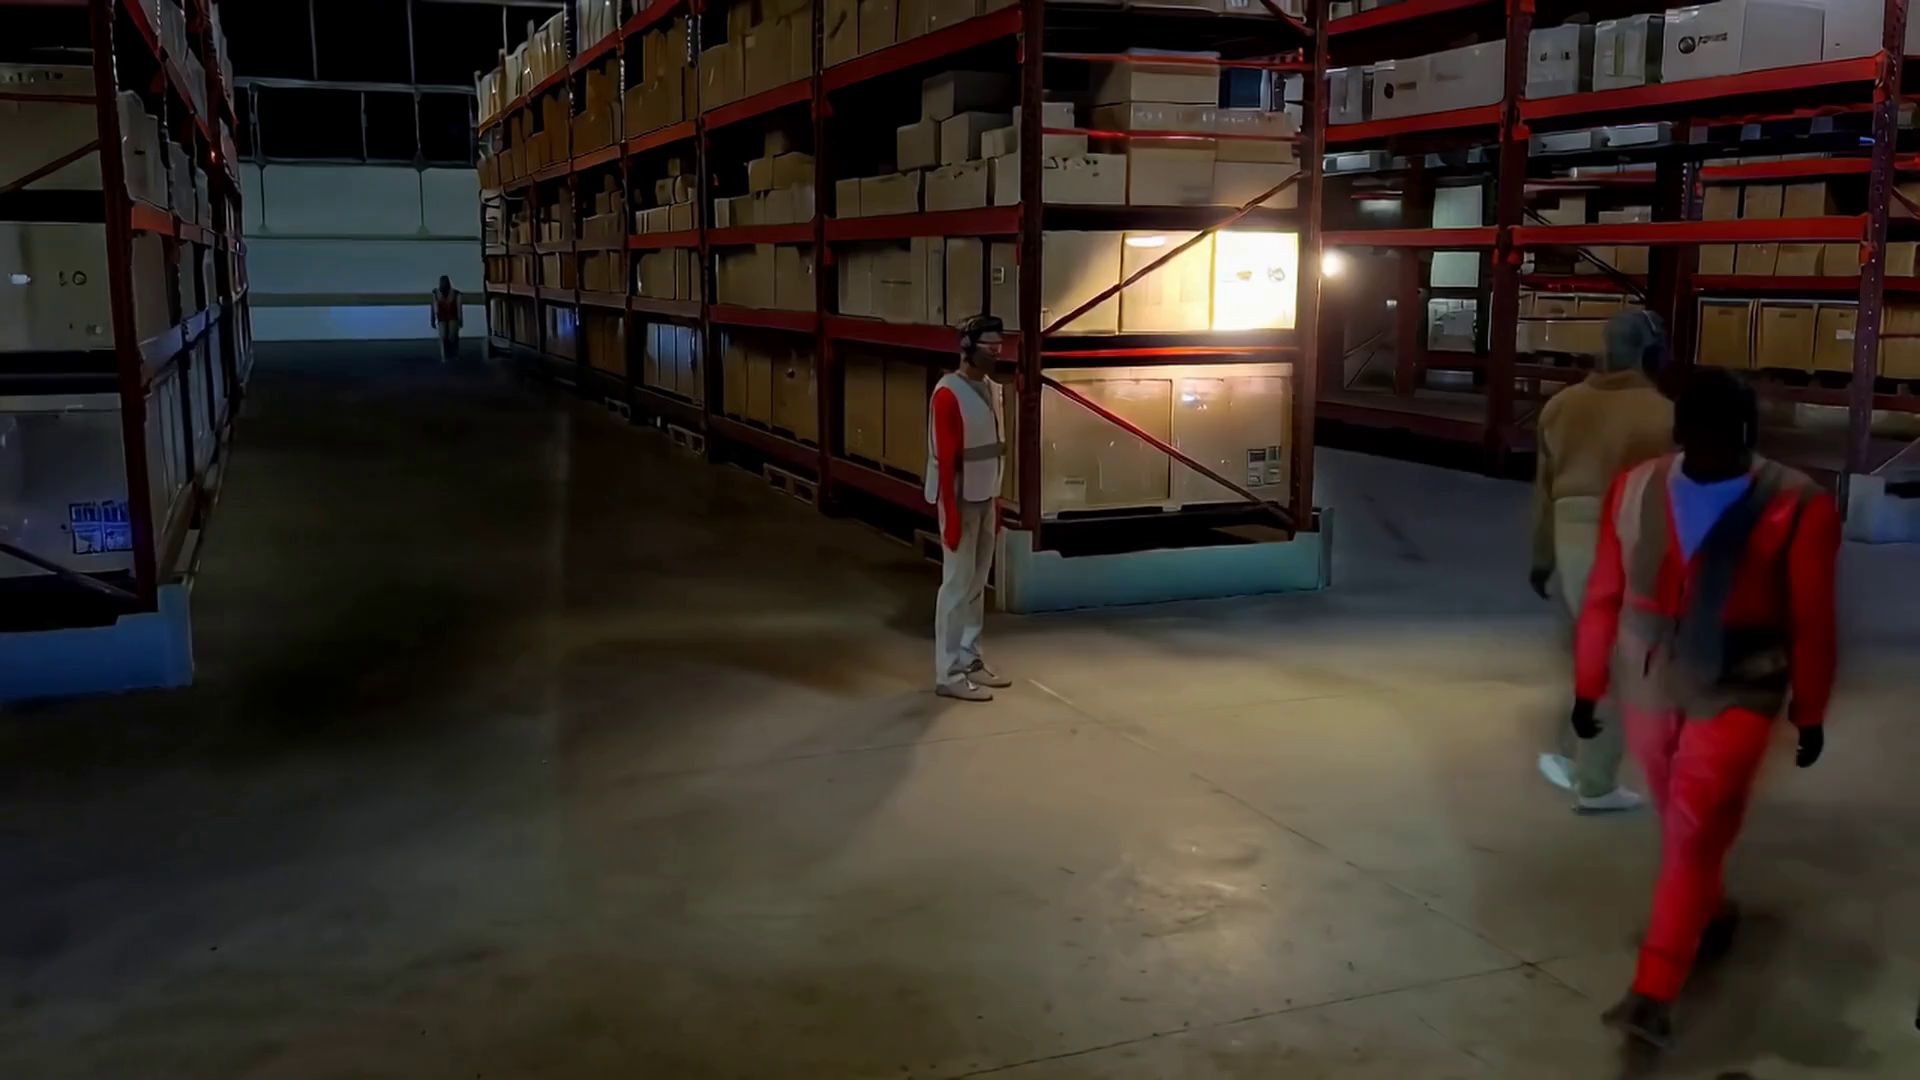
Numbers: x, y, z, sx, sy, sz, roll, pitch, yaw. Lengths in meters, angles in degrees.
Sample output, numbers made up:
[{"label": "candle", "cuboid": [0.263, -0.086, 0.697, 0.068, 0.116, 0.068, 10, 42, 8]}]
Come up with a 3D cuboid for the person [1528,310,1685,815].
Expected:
[{"label": "person", "cuboid": [2.482, 0.092, 6.247, 0.431, 1.894, 0.675, -6, 11, -32]}]

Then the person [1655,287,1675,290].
[{"label": "person", "cuboid": [19.970, -6.720, 47.372, 0.666, 1.791, 0.441, 0, 9, 2]}]

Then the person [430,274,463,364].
[{"label": "person", "cuboid": [-10.560, -4.545, 34.236, 0.635, 1.833, 0.548, -3, 10, -17]}]

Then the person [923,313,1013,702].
[{"label": "person", "cuboid": [0.030, -0.157, 7.938, 0.390, 1.837, 0.559, 4, 10, 23]}]

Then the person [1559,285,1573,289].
[{"label": "person", "cuboid": [15.326, -5.941, 42.293, 0.458, 1.923, 0.638, 0, 9, 1]}]

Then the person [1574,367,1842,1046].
[{"label": "person", "cuboid": [2.037, 0.418, 4.622, 0.642, 1.792, 0.988, 9, 13, 44]}]

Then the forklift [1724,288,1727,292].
[{"label": "forklift", "cuboid": [12.538, -3.752, 26.339, 1.129, 2.768, 1.873, -4, 10, -22]}]
